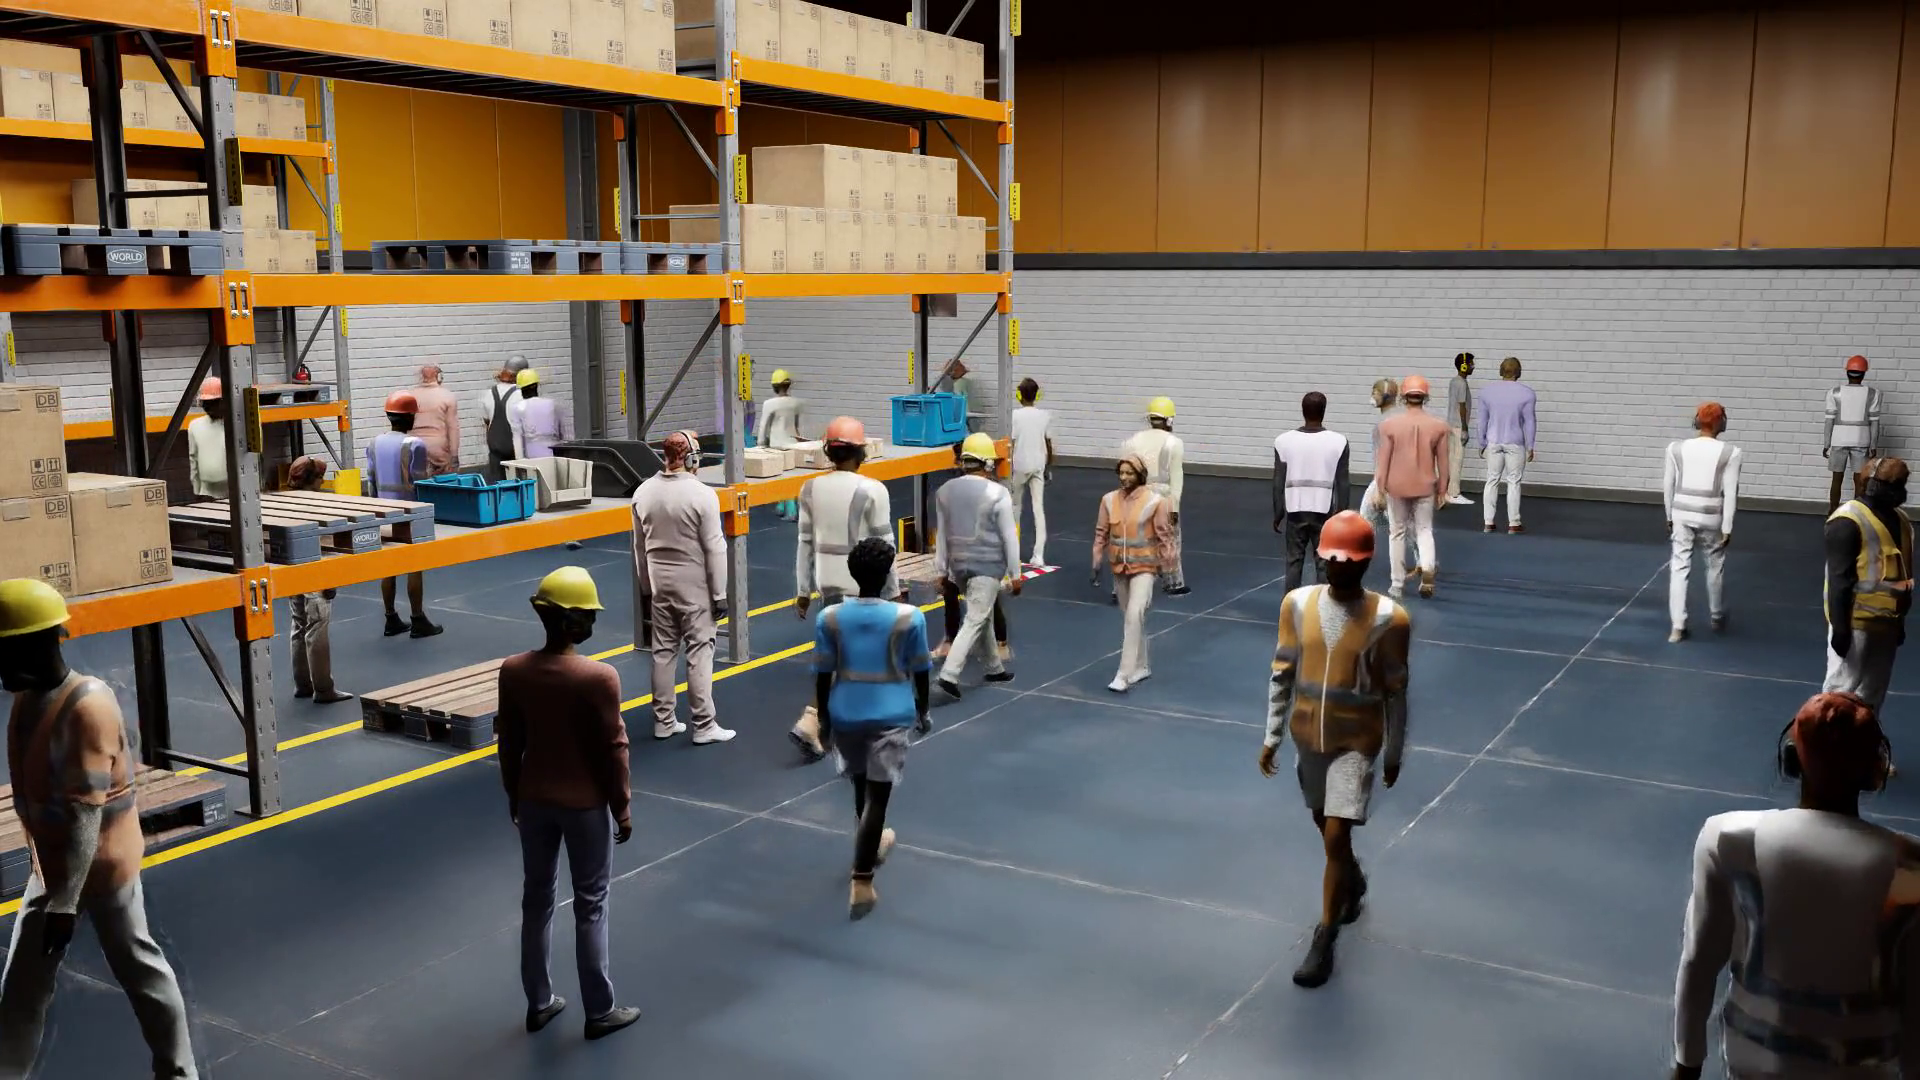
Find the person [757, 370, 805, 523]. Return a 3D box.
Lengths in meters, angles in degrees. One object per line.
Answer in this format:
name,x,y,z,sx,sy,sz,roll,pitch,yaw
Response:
person,-2.103,-1.081,19.137,0.530,1.735,0.789,-9,13,-44

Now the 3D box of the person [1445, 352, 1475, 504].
person,6.194,-1.379,20.563,0.325,1.871,0.524,0,9,1

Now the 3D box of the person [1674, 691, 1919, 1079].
person,2.022,1.284,3.999,0.583,1.858,0.860,5,10,28

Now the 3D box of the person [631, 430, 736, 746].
person,-1.652,0.288,10.046,0.648,1.907,0.409,5,10,28

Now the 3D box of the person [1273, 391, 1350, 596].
person,2.767,-0.211,13.124,0.597,1.914,0.373,3,10,17

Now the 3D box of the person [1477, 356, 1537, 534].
person,5.963,-1.031,18.171,0.631,1.938,0.362,7,11,35

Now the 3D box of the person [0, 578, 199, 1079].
person,-2.906,1.065,5.271,0.603,1.875,0.976,6,11,32

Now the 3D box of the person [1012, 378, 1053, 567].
person,0.665,-0.680,16.359,0.555,1.812,0.989,-3,9,-16

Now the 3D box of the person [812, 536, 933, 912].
person,-0.393,0.807,7.619,0.532,1.645,0.887,2,9,15

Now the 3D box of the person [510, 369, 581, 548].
person,-4.335,-0.838,17.281,0.653,1.847,1.065,-7,12,-39

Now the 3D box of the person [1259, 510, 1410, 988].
person,1.591,0.796,6.933,0.546,1.898,0.977,7,11,35

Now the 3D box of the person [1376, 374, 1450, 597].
person,3.929,-0.445,14.416,0.630,1.978,0.686,1,9,5

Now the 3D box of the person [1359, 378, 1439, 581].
person,3.966,-0.543,15.295,0.988,1.904,0.646,3,10,18

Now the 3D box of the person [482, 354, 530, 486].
person,-4.801,-1.014,17.753,0.712,2.000,1.007,4,10,25

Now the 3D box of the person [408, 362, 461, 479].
person,-5.644,-0.977,17.994,0.647,1.889,0.629,1,9,9

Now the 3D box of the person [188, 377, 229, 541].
person,-6.248,-0.376,13.967,0.653,1.967,0.776,1,9,7

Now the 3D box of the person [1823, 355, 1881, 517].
person,9.911,-1.085,18.517,0.548,1.937,0.379,5,10,27

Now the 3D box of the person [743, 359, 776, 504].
person,-2.536,-1.319,20.364,0.907,1.804,0.594,-3,10,-17

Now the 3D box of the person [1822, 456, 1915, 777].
person,5.062,0.443,9.286,0.631,1.837,0.429,-5,10,-30

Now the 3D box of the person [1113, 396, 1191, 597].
person,1.653,-0.345,14.376,0.606,1.795,0.915,8,12,42

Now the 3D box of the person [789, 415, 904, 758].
person,-0.714,0.262,9.907,0.628,2.004,0.997,6,11,33

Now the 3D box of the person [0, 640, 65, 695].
person,-6.469,0.068,11.206,0.632,1.975,0.758,6,11,33

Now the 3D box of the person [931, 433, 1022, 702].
person,0.091,0.182,11.141,0.589,1.789,0.935,8,12,41

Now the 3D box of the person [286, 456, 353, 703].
person,-4.309,0.261,11.045,0.513,1.640,0.309,8,12,42

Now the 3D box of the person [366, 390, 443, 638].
person,-4.339,-0.203,13.009,0.552,1.935,0.374,4,10,21

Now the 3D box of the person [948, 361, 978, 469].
person,0.042,-1.802,24.140,0.766,1.570,0.526,4,10,22

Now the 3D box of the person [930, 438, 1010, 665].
person,0.043,0.097,11.982,0.719,1.656,0.548,-4,10,-21

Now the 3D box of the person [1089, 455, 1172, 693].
person,1.111,0.233,11.286,0.546,1.603,0.781,7,11,37

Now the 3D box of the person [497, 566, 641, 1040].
person,-1.458,0.974,6.218,0.532,1.761,0.331,3,10,19

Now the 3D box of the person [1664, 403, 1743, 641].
person,5.827,-0.157,13.050,0.581,1.834,0.982,7,11,36

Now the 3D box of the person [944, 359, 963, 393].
person,-0.106,-1.888,24.632,0.326,1.594,0.535,-3,9,-16
